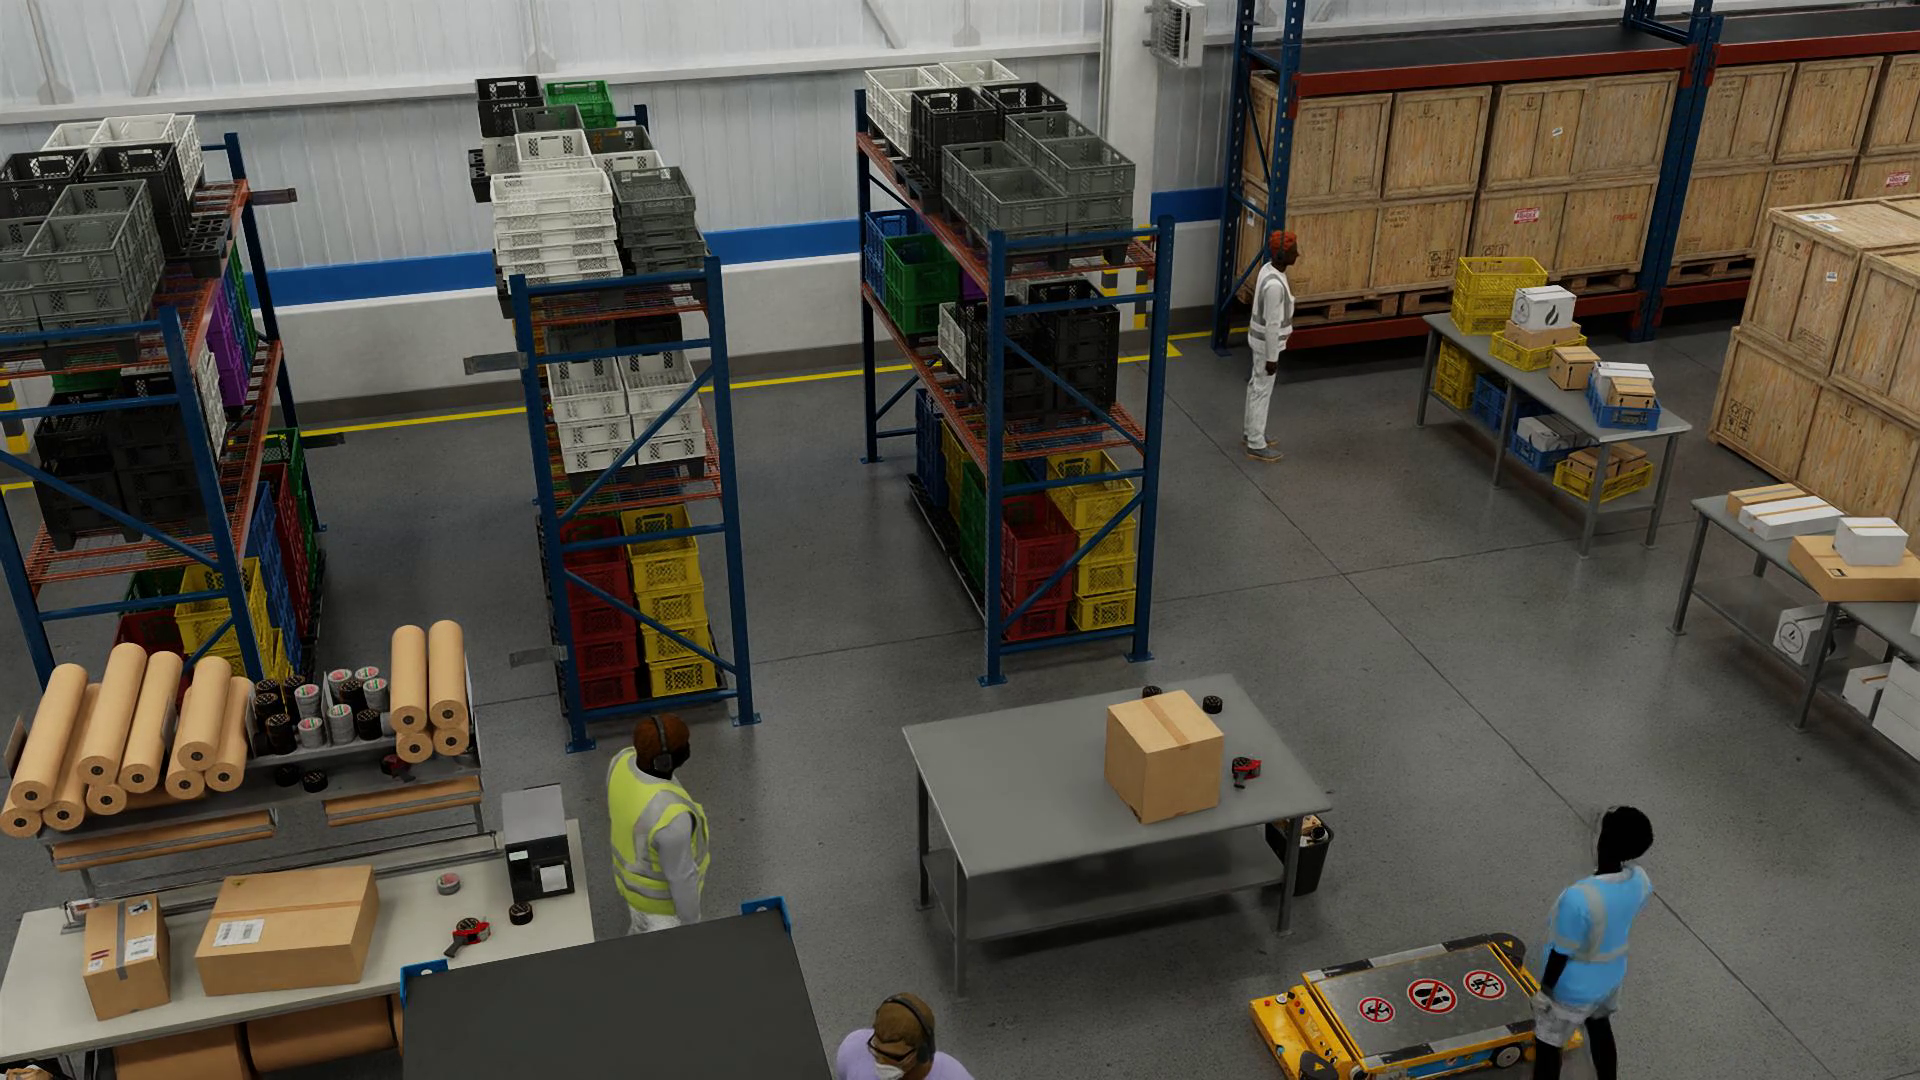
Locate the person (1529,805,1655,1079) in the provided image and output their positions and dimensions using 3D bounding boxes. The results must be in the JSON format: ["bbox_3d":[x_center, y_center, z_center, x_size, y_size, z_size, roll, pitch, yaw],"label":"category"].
[{"bbox_3d":[2.751,1.902,7.235,0.651,1.662,0.385,-20,35,-32],"label":"person"}]

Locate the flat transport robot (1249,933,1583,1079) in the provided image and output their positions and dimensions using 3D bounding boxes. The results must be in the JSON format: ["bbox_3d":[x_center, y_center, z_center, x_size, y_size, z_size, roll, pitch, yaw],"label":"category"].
[{"bbox_3d":[2.184,2.282,7.980,1.431,0.197,0.652,-8,30,-14],"label":"flat transport robot"}]

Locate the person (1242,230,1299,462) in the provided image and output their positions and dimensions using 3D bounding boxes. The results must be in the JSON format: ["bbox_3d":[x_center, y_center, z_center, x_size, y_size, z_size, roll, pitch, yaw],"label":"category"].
[{"bbox_3d":[2.484,-1.564,13.318,0.361,1.882,0.575,3,29,6],"label":"person"}]

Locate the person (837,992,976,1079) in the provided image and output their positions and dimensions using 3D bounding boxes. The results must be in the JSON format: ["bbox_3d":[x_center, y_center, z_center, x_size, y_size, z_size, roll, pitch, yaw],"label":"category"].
[{"bbox_3d":[-0.180,2.389,6.068,0.628,1.940,0.377,16,32,26],"label":"person"}]

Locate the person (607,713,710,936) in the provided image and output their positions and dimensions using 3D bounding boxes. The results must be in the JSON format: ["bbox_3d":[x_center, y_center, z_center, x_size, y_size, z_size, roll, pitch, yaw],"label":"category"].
[{"bbox_3d":[-1.349,1.589,7.650,0.431,1.827,0.644,-18,33,-29],"label":"person"}]
